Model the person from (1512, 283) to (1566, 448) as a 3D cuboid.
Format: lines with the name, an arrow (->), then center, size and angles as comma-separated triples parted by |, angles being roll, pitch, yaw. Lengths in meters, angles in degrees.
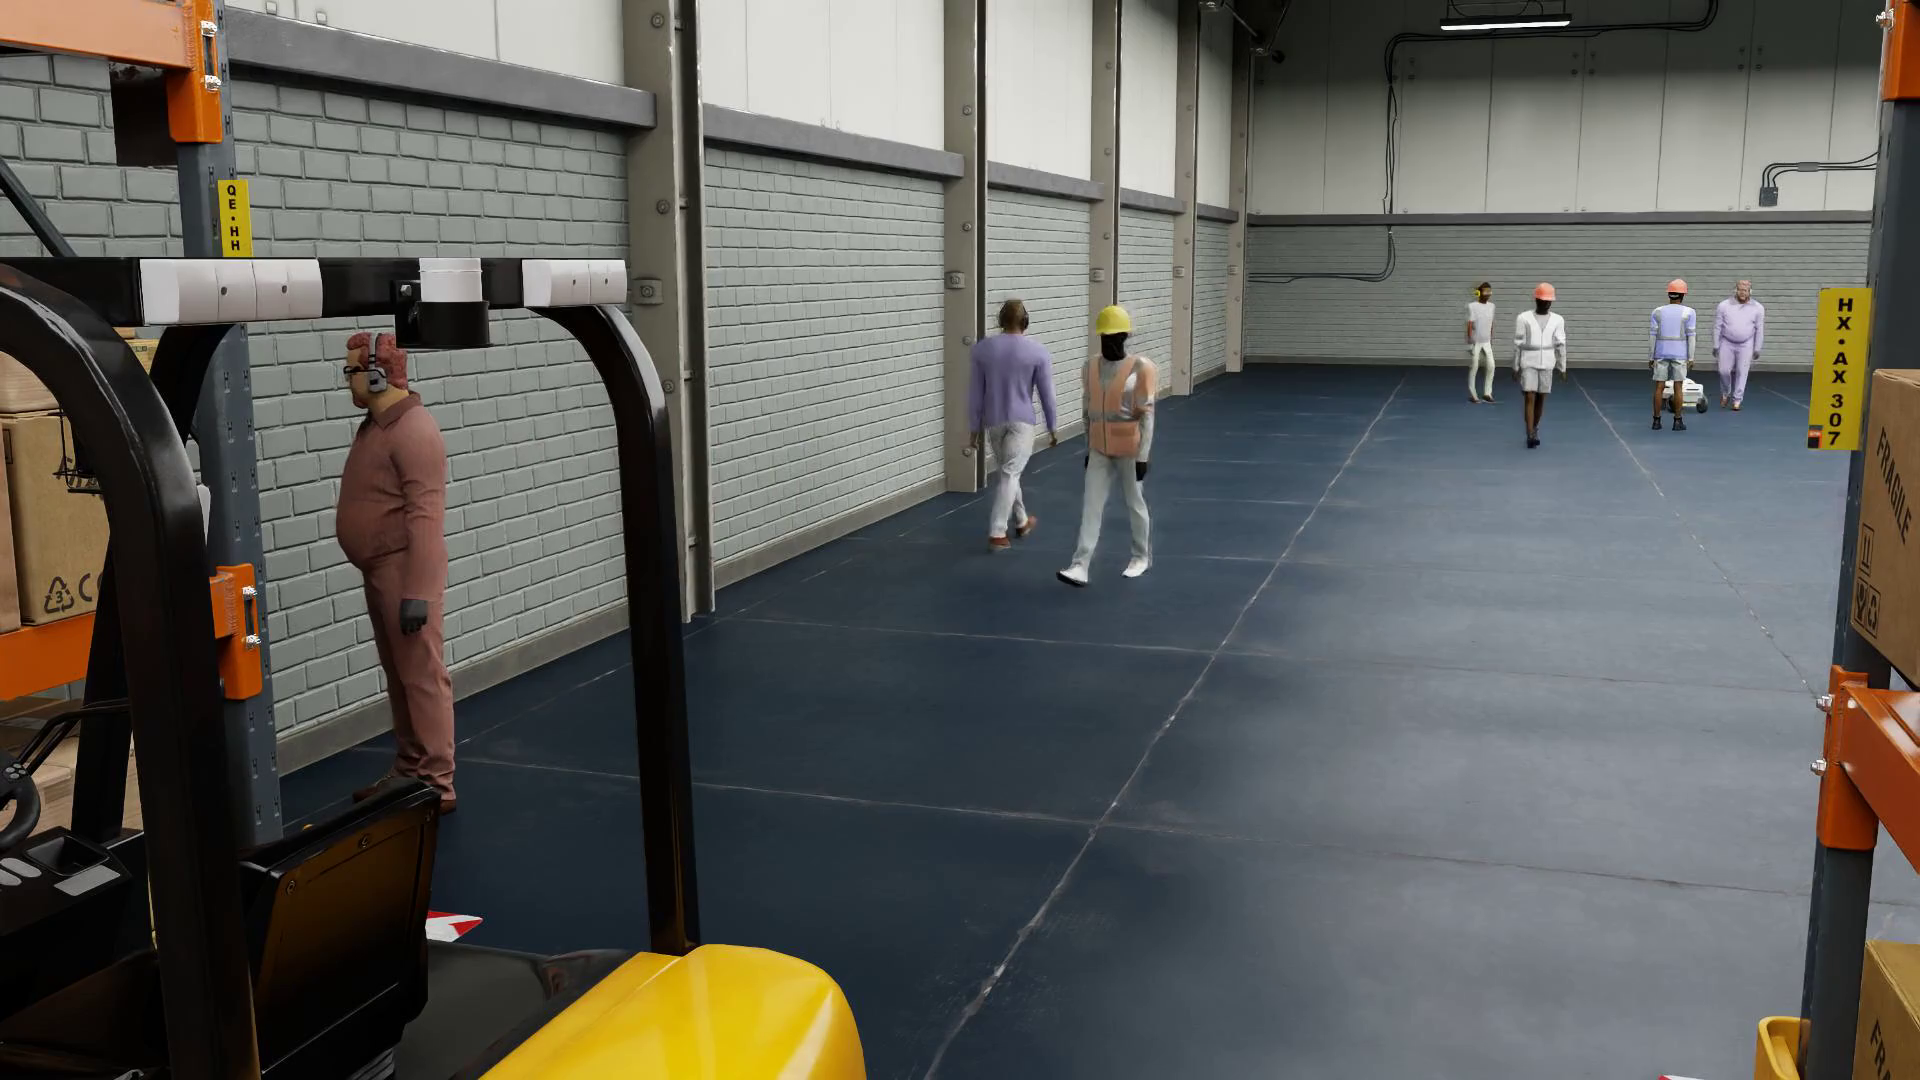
person -> 6.774, -2.021, 19.375 | 0.569, 1.902, 0.808 | 1, 10, 3

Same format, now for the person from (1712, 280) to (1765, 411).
person -> 11.320, -2.827, 24.203 | 0.675, 1.891, 0.427 | 4, 10, 24

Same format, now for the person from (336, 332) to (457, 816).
person -> -2.200, 0.149, 6.461 | 0.399, 1.905, 0.642 | -6, 11, -31

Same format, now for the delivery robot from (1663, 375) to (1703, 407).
delivery robot -> 10.398, -2.162, 23.951 | 0.477, 0.478, 0.707 | 0, 10, 0

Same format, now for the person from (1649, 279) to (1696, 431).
person -> 9.155, -2.374, 21.385 | 0.552, 1.935, 0.369 | 6, 11, 33

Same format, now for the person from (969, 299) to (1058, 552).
person -> 0.416, -0.881, 12.664 | 0.653, 1.882, 1.042 | 4, 10, 24

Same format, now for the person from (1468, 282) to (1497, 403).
person -> 7.961, -2.989, 25.297 | 0.546, 1.847, 0.693 | -3, 10, -15

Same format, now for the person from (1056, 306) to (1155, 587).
person -> 1.029, -0.626, 11.164 | 0.612, 1.868, 1.007 | 7, 12, 36
